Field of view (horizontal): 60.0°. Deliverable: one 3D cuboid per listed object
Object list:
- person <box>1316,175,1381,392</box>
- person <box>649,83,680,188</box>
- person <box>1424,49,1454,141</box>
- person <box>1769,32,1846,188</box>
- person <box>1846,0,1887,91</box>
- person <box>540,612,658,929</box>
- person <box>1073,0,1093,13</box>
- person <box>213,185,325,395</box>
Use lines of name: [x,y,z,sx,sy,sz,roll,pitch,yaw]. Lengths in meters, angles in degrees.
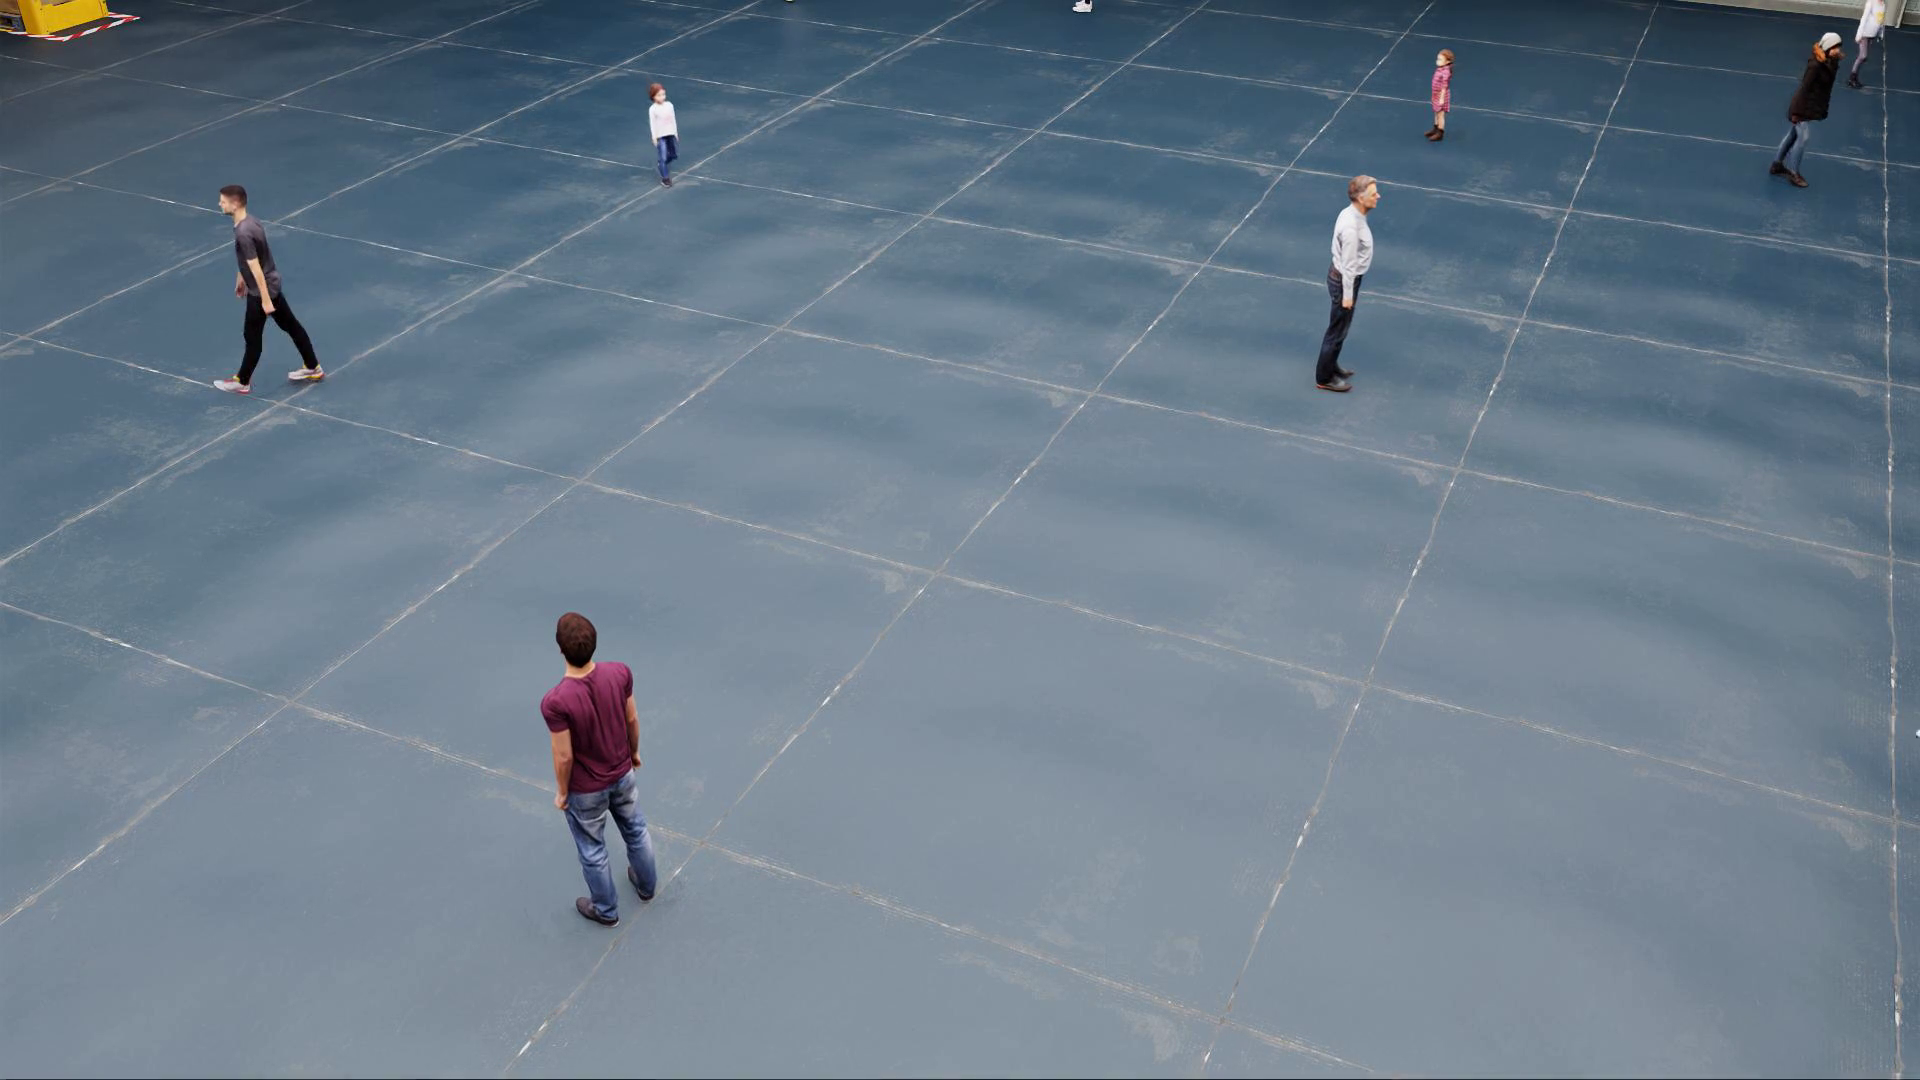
person: [3.137,-2.106,13.524,0.629,1.818,0.681,6,33,10]
person: [-3.179,-4.339,17.735,0.568,1.102,0.651,-23,39,-32]
person: [5.504,-5.099,19.016,0.546,1.020,0.502,-3,32,-4]
person: [8.985,-4.612,17.695,0.783,1.605,0.886,-26,41,-35]
person: [11.231,-6.289,20.666,0.631,1.273,0.686,-15,35,-22]
person: [-1.806,1.157,8.317,0.724,1.854,0.691,-27,41,-36]
person: [1.806,-8.396,23.564,0.584,1.743,0.605,9,33,14]
person: [-5.559,-2.027,13.489,1.149,1.722,1.087,-11,34,-17]
